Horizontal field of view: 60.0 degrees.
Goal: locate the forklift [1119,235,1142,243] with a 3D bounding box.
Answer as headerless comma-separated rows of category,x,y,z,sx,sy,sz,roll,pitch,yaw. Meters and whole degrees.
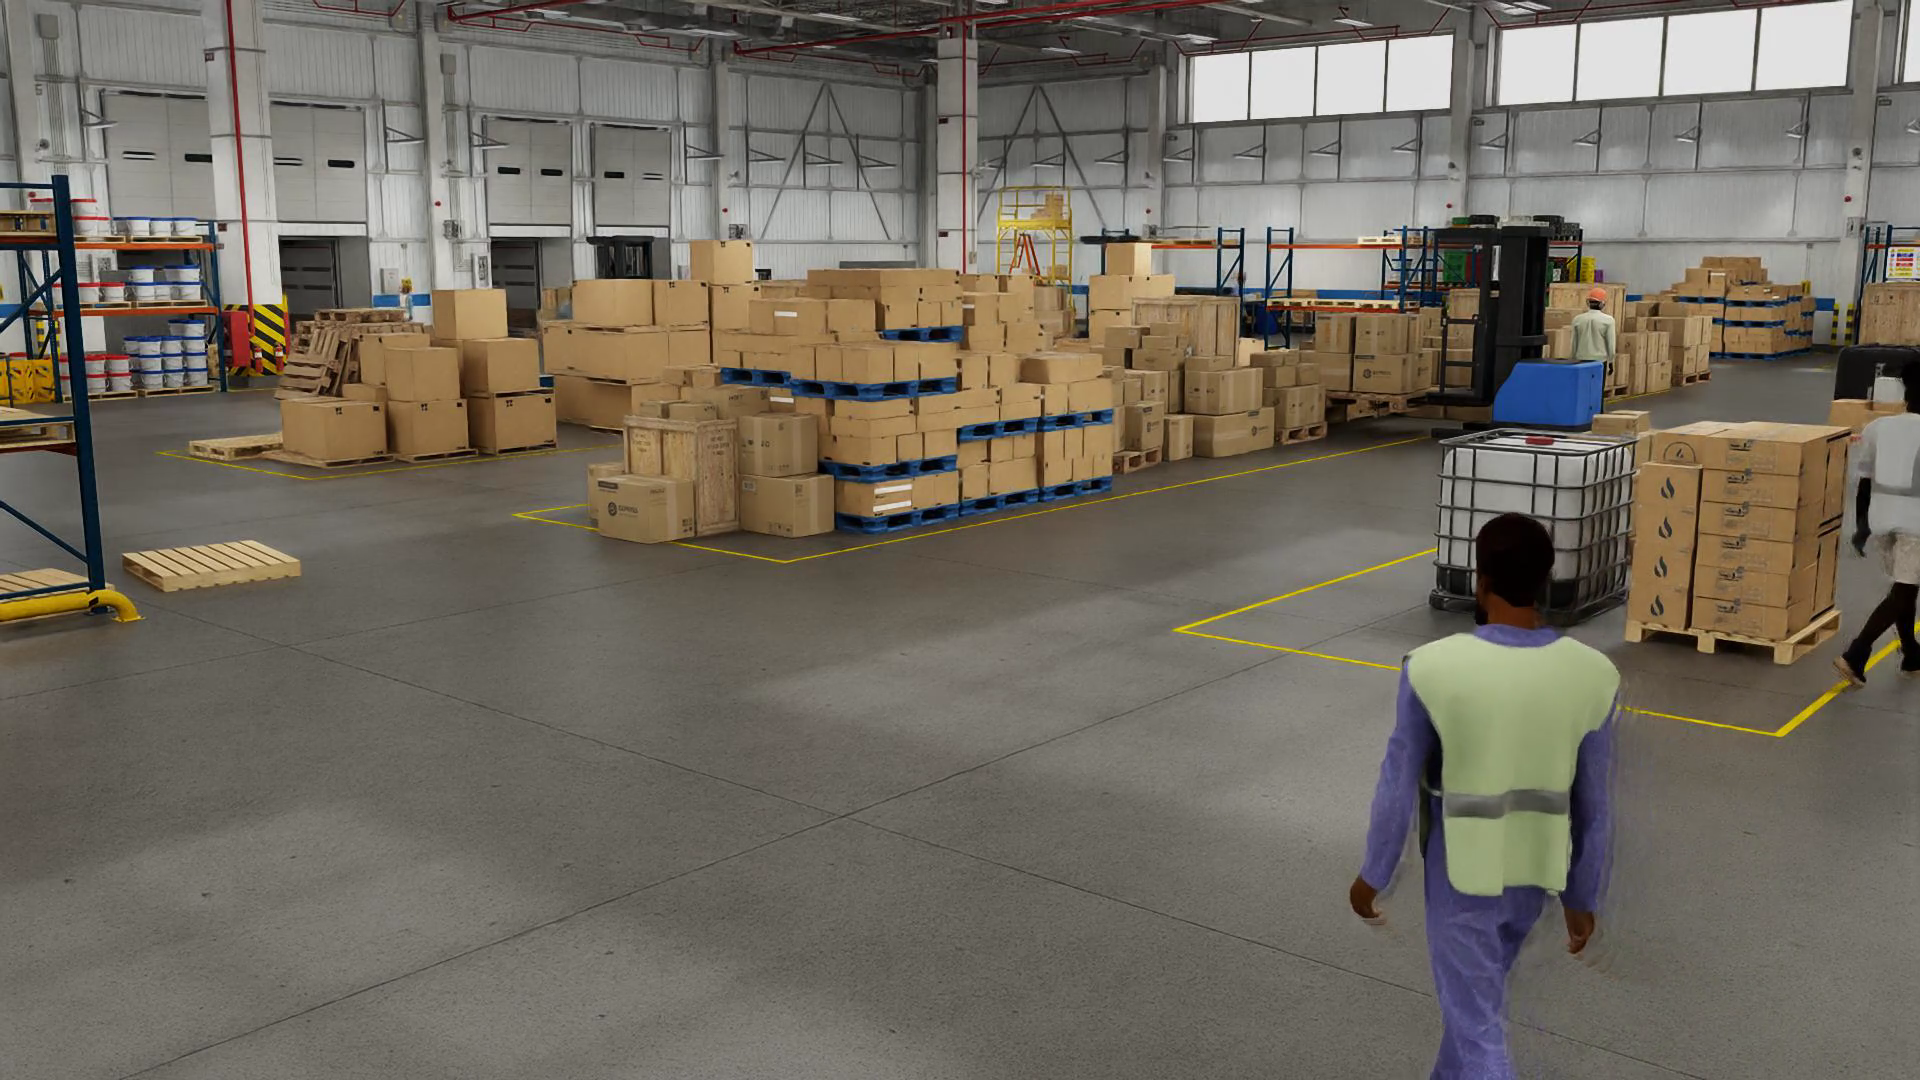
forklift,3.855,-5.561,38.055,1.873,2.768,1.129,2,10,13

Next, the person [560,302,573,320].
person,-6.338,-3.244,27.599,0.647,1.923,0.426,4,11,21

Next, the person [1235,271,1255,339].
person,7.820,-6.576,46.608,0.834,1.904,0.555,-1,10,-3

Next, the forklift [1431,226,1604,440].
forklift,7.339,-2.688,21.696,1.873,2.768,1.129,8,13,40

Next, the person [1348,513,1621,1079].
person,1.393,0.867,4.318,0.607,1.880,0.965,-3,10,-14

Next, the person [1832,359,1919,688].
person,5.467,-0.101,9.661,0.958,1.932,0.607,-4,11,-21

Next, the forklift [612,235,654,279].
forklift,-7.300,-5.450,37.421,1.873,2.768,1.129,8,13,40

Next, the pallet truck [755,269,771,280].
pallet truck,-4.996,-6.432,45.525,1.885,1.965,0.823,-6,12,-32

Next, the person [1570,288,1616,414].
person,8.784,-2.489,23.083,0.622,1.994,0.381,8,13,40

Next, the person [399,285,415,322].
person,-14.093,-5.705,42.513,0.532,1.592,0.853,6,12,32
